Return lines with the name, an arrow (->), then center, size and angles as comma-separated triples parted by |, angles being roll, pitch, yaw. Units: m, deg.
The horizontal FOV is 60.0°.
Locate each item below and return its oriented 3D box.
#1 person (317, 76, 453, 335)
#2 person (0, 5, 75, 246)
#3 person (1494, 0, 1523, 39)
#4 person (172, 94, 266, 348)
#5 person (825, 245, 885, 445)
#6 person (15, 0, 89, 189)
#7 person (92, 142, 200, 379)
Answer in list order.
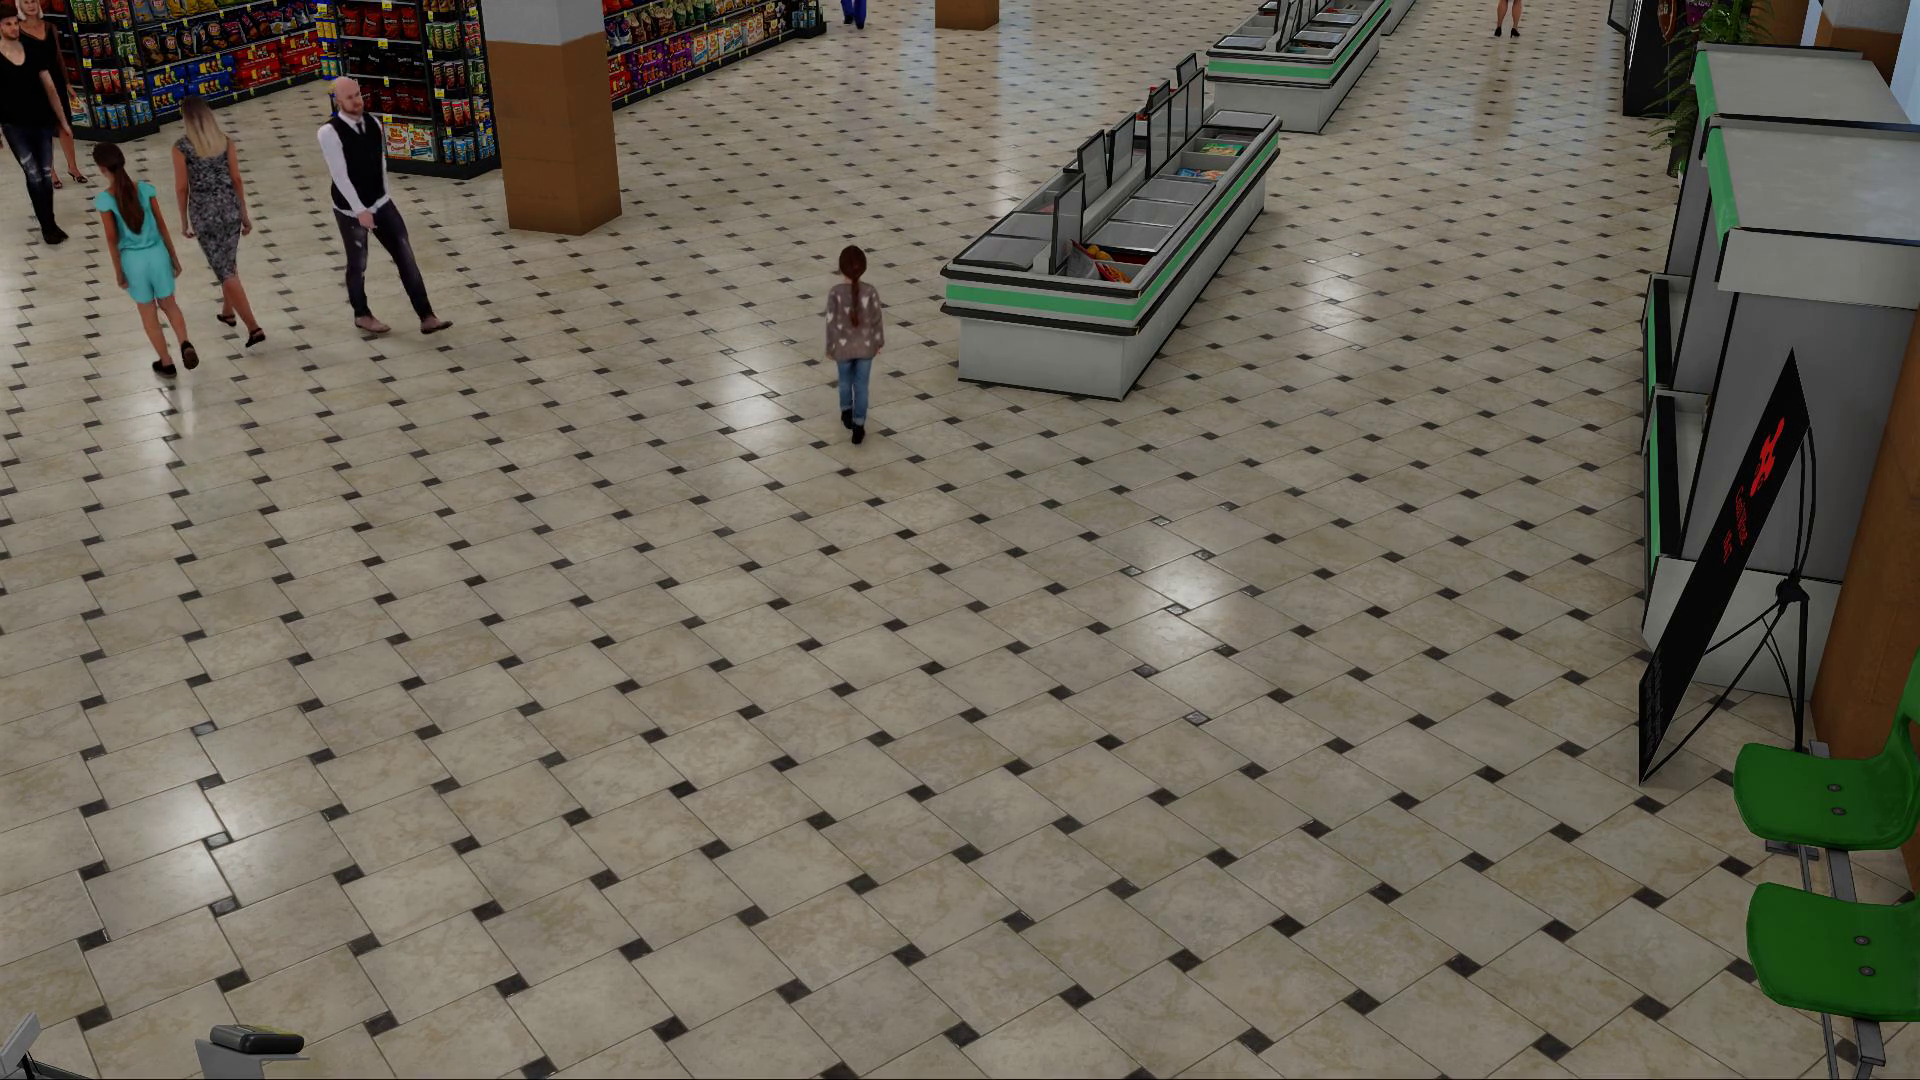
person -> -4.128, -2.238, 11.344 | 0.878, 1.786, 1.080 | 14, 30, 25
person -> -7.586, -3.354, 13.442 | 0.912, 1.878, 0.837 | 20, 33, 34
person -> 7.248, -7.433, 21.717 | 0.715, 1.670, 0.656 | 13, 30, 24
person -> -4.977, -2.104, 11.219 | 1.138, 1.661, 0.979 | -23, 35, -38
person -> -0.628, -1.132, 9.833 | 0.637, 1.180, 0.738 | -2, 27, -3
person -> -8.259, -4.082, 15.023 | 0.712, 1.747, 0.550 | 19, 32, 33
person -> -5.216, -1.768, 10.690 | 0.783, 1.540, 0.809 | -19, 33, -33
